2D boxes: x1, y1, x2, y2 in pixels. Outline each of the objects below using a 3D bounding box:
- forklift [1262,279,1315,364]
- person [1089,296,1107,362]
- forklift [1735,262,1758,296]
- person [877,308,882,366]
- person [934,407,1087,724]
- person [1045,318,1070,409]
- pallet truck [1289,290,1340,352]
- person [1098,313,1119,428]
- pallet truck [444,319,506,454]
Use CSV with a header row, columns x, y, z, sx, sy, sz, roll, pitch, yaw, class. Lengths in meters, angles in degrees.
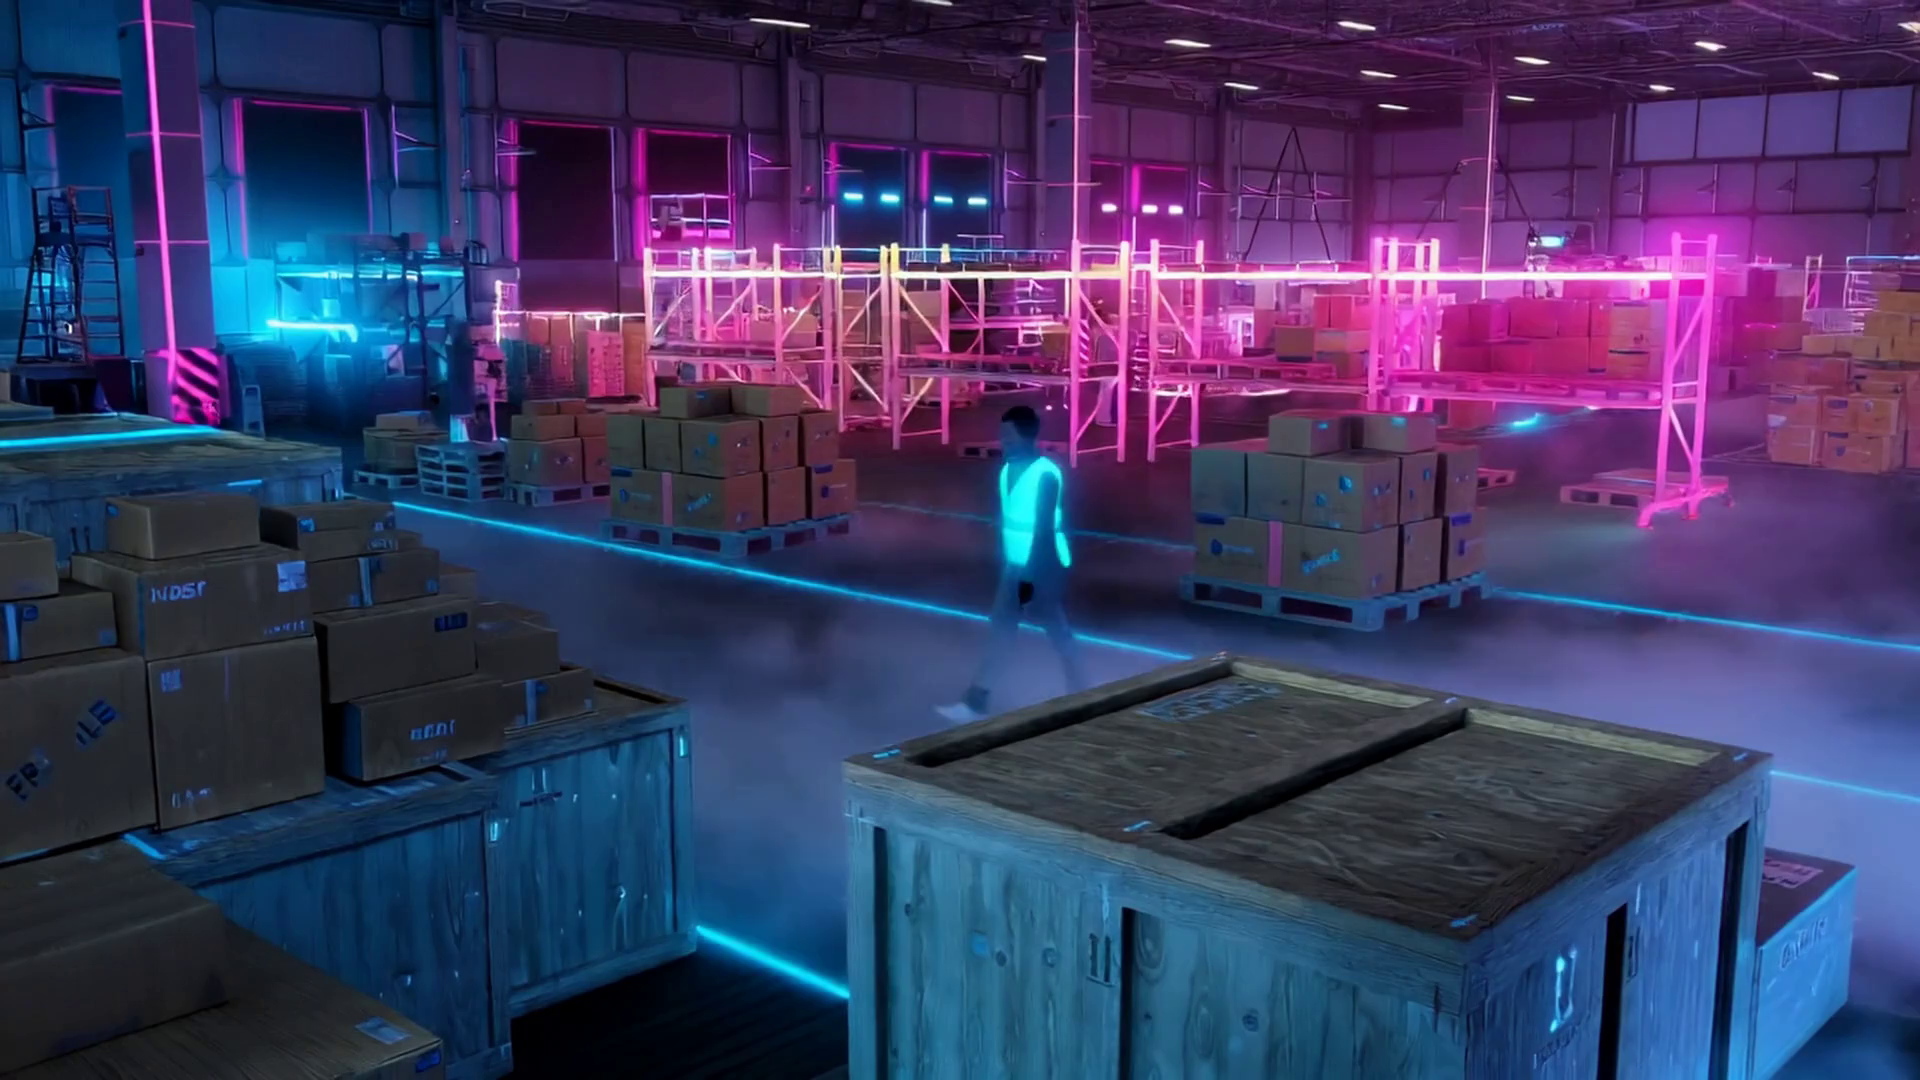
x,y,z,sx,sy,sz,roll,pitch,yaw,class
8.555,-6.090,44.881,1.873,2.768,1.129,9,13,43,forklift
3.829,-5.883,46.629,0.558,1.906,0.927,-4,10,-25,person
20.861,-5.987,44.255,1.873,2.768,1.129,7,12,36,forklift
-2.058,-5.359,44.237,0.313,1.632,0.524,0,9,3,person
0.359,0.165,9.631,0.997,1.864,0.610,-5,11,-29,person
1.846,-3.327,31.462,0.486,1.738,0.340,-2,9,-12,person
11.297,-6.951,52.861,1.885,1.965,0.823,-5,11,-29,pallet truck
2.501,-2.836,27.861,0.384,1.923,0.590,-1,9,-5,person
-6.981,-1.942,22.150,1.885,1.965,0.823,1,9,9,pallet truck
